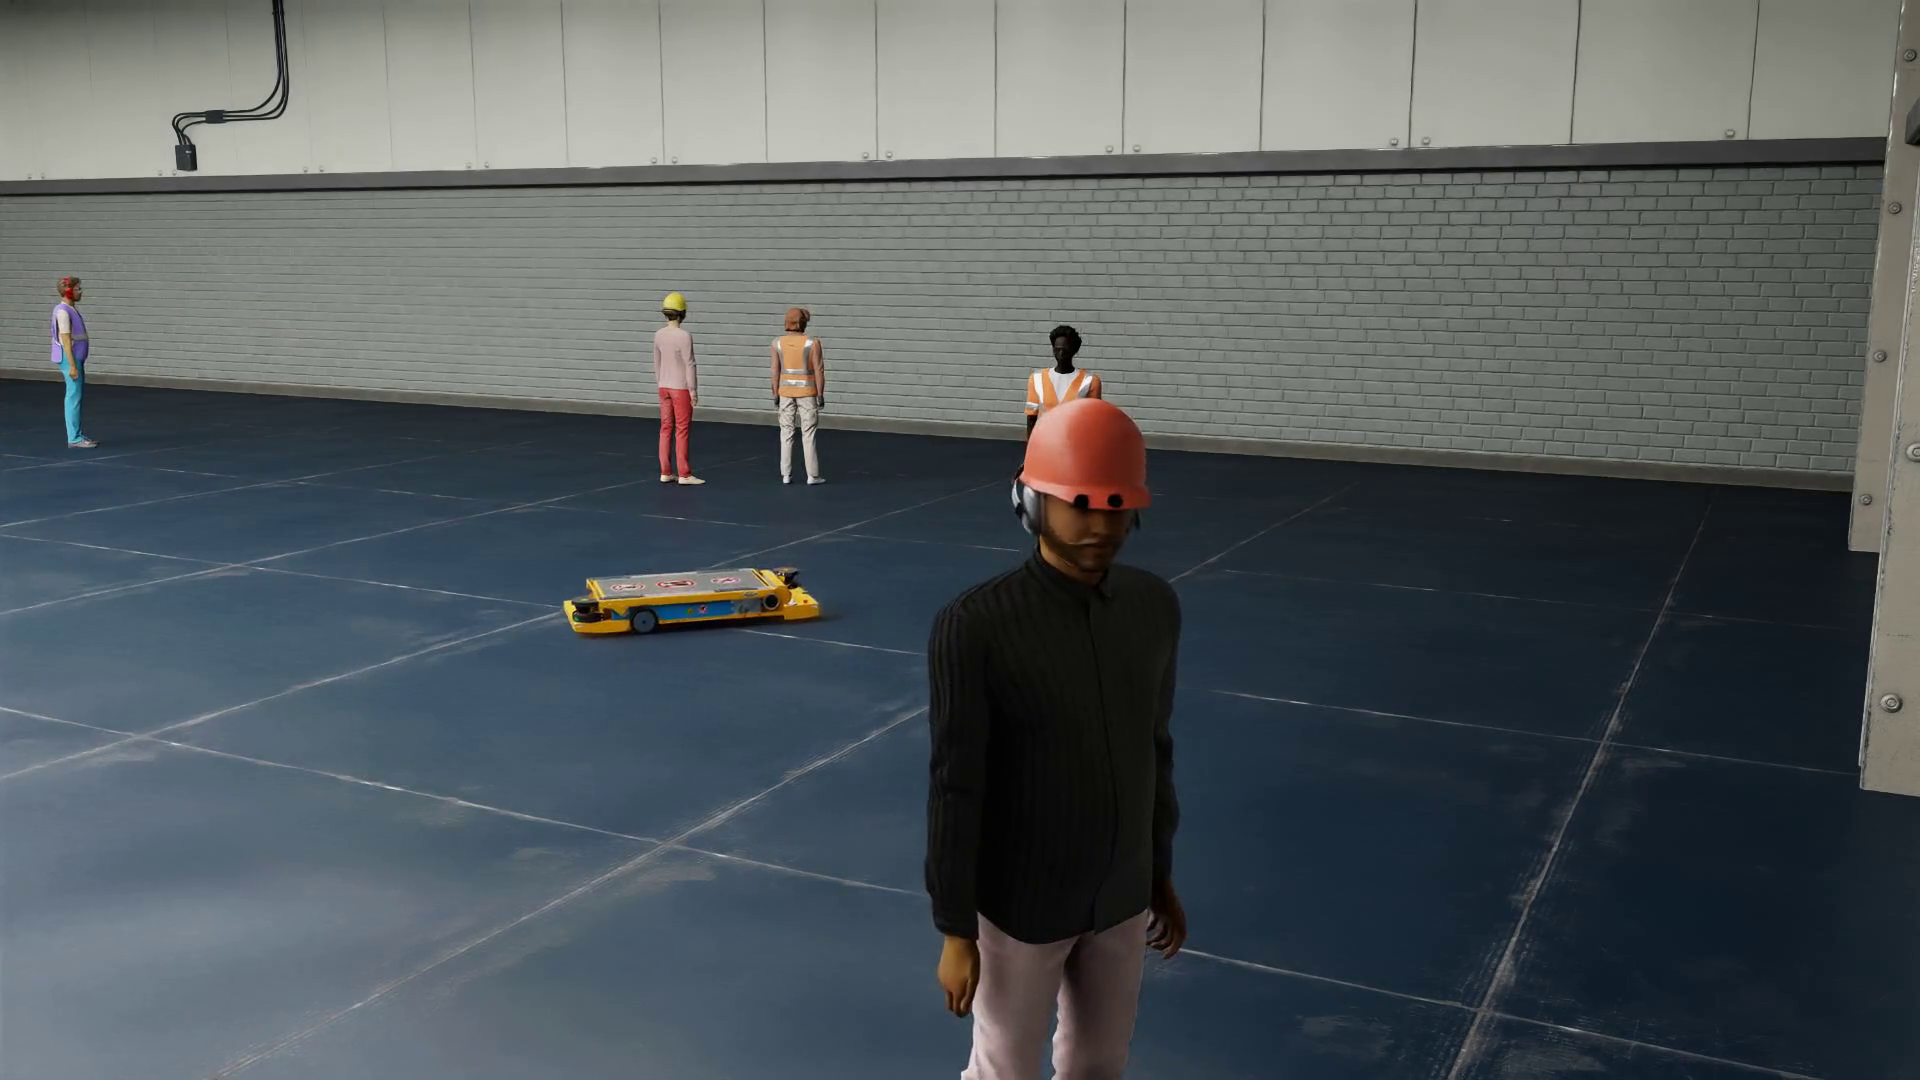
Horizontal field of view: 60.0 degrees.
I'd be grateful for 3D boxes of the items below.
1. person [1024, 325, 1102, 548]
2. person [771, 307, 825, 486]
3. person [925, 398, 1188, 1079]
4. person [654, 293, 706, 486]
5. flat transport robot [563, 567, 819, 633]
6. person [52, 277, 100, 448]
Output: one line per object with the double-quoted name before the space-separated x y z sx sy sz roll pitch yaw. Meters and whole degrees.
"person" 0.692 -0.601 11.253 0.535 1.700 0.318 2 11 13
"person" -1.487 -1.314 15.311 0.512 1.638 0.312 3 11 16
"person" 0.216 0.708 3.316 0.621 1.989 0.398 -7 13 -35
"person" -2.601 -1.385 15.338 0.532 1.771 0.304 9 14 40
"flat transport robot" -1.618 0.349 9.970 1.431 0.197 0.652 -3 11 -18
"person" -9.609 -1.913 18.010 0.385 1.844 0.584 -4 11 -22
